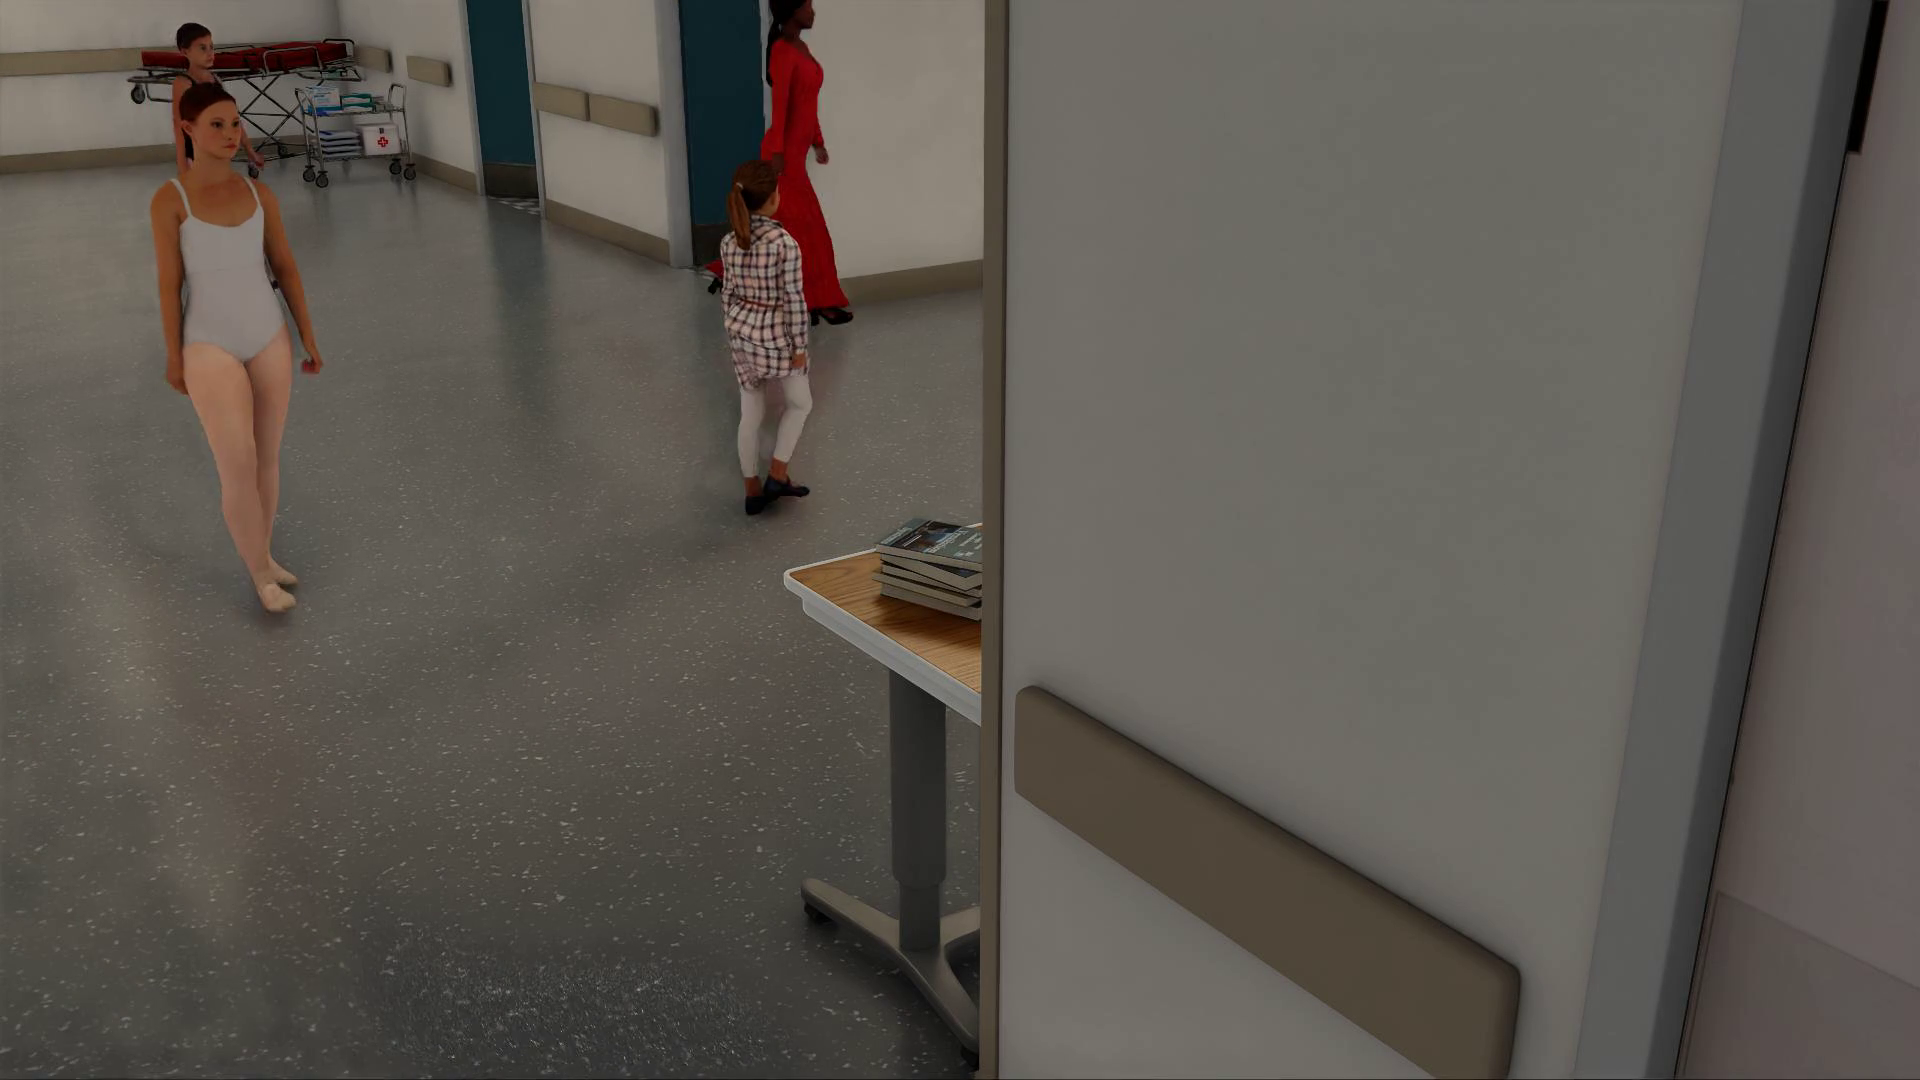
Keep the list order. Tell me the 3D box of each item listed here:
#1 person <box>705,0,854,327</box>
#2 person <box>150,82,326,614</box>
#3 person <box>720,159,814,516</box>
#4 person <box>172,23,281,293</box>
[{"bbox_3d":[-0.998,-2.012,8.840,1.133,1.751,1.118,3,21,7],"label":"person"},{"bbox_3d":[-2.350,-0.617,5.326,0.825,1.631,0.689,17,27,38],"label":"person"},{"bbox_3d":[-0.751,-0.716,6.054,0.577,1.300,0.682,11,23,27],"label":"person"},{"bbox_3d":[-4.292,-2.092,9.379,1.019,1.519,0.930,4,21,12],"label":"person"}]
